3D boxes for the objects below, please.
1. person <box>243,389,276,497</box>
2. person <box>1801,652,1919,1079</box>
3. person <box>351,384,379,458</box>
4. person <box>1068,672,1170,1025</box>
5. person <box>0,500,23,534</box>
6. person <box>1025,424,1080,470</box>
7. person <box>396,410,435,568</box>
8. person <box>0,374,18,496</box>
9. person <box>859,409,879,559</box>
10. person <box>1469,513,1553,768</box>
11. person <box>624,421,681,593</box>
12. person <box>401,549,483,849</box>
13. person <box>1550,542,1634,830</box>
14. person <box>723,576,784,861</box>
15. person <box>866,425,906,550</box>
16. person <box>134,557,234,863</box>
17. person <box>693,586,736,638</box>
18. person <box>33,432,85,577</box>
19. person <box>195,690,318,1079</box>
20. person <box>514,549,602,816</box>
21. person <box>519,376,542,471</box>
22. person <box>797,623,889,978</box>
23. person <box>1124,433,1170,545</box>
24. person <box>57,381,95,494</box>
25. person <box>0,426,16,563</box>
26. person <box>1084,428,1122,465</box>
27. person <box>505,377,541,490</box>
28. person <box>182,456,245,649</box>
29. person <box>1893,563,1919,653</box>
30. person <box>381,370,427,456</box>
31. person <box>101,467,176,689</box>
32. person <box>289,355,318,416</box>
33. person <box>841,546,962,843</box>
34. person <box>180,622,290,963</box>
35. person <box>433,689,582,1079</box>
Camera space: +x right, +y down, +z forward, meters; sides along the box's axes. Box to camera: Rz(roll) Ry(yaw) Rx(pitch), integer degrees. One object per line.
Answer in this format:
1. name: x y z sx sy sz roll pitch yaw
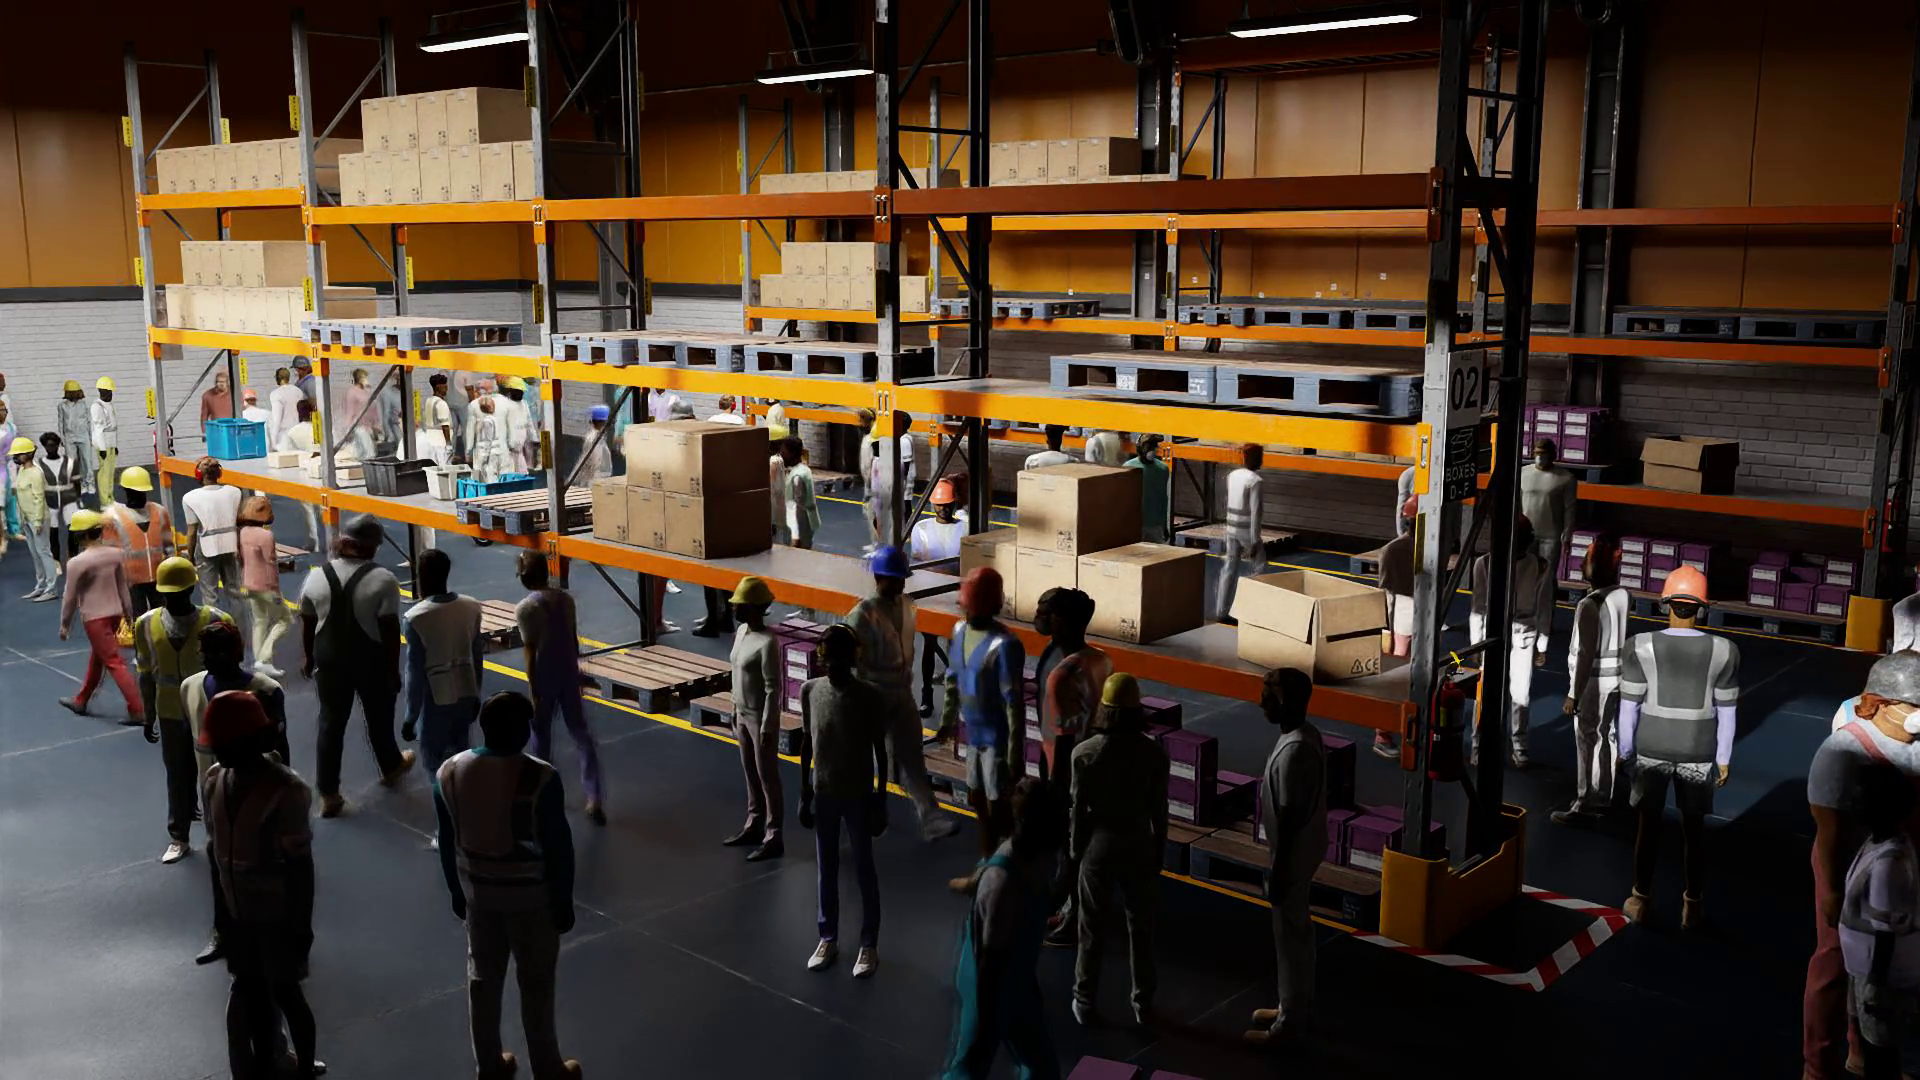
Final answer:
1. person: -10.321 -1.361 24.361 0.560 1.701 0.920 -8 13 -36
2. person: 4.061 1.486 7.292 0.673 2.000 0.536 -5 11 -26
3. person: -9.486 -1.677 26.382 0.561 1.627 0.407 3 10 17
4. person: 0.767 1.497 8.103 0.486 1.735 0.338 0 10 -3
5. person: -12.567 -0.912 21.723 0.635 1.732 0.438 3 11 19
6. person: 0.977 -0.284 17.547 0.598 1.958 0.370 1 10 7
7. person: -6.361 -0.580 19.371 0.400 1.901 0.643 -8 13 -37
8. person: -14.478 -1.580 25.066 0.575 1.885 0.361 4 11 21
9. person: -1.096 -0.687 20.190 0.327 1.840 0.667 -2 10 -12
10. person: 3.972 0.730 12.045 0.576 1.876 0.355 1 10 4
11. person: -3.292 -0.337 17.979 0.409 1.907 0.649 10 14 44
12. person: -3.225 1.011 10.414 0.440 1.908 0.621 6 11 29
13. person: 4.122 0.941 10.816 0.576 1.885 0.355 -10 14 -44
14. person: -1.274 1.090 10.296 0.301 1.772 0.524 -6 12 -32
15. person: -0.791 -0.285 17.665 0.406 1.918 0.582 -6 12 -29
16. person: -4.715 1.039 10.181 0.584 1.918 0.408 -1 10 -8
17. person: -2.427 -0.021 16.154 0.414 1.927 0.549 5 11 28
18. person: -10.282 -0.395 18.945 0.552 1.675 0.555 -7 12 -33
19. person: -3.014 1.572 7.129 0.557 1.928 0.401 4 11 23
20. person: -2.692 0.951 11.076 0.985 1.784 0.532 8 13 40
21. person: -7.277 -2.035 28.081 0.490 1.732 0.324 5 11 25
22. person: -0.610 1.338 8.644 0.512 1.862 0.329 3 11 19
23. person: 1.846 -0.130 16.715 0.635 1.937 0.354 -6 12 -32
24. person: -13.456 -1.558 25.341 0.493 1.742 0.300 -4 11 -20
25. person: -11.643 -0.742 19.982 0.608 2.014 0.928 -3 10 -14
26. person: 1.636 -0.700 20.324 0.610 1.796 0.849 -8 13 -40
27. person: -6.487 -1.467 24.456 0.981 1.871 0.607 3 11 18
28. person: -6.906 0.139 15.451 0.377 1.844 0.569 7 12 35
29. person: 6.541 0.929 11.251 0.570 1.751 0.329 -4 11 -24
30. person: -8.795 -1.764 26.221 0.968 1.857 0.714 7 12 35
31. person: -7.010 0.316 14.267 0.508 1.916 0.593 8 13 37
32. person: -10.602 -1.982 26.898 0.536 2.000 0.688 -7 12 -33
33. person: -0.442 0.978 10.557 1.017 1.893 0.642 9 14 43
34. person: -3.806 1.320 8.778 0.571 1.843 0.373 1 10 7
35. person: -1.987 1.568 7.395 0.634 1.839 0.429 3 10 15
